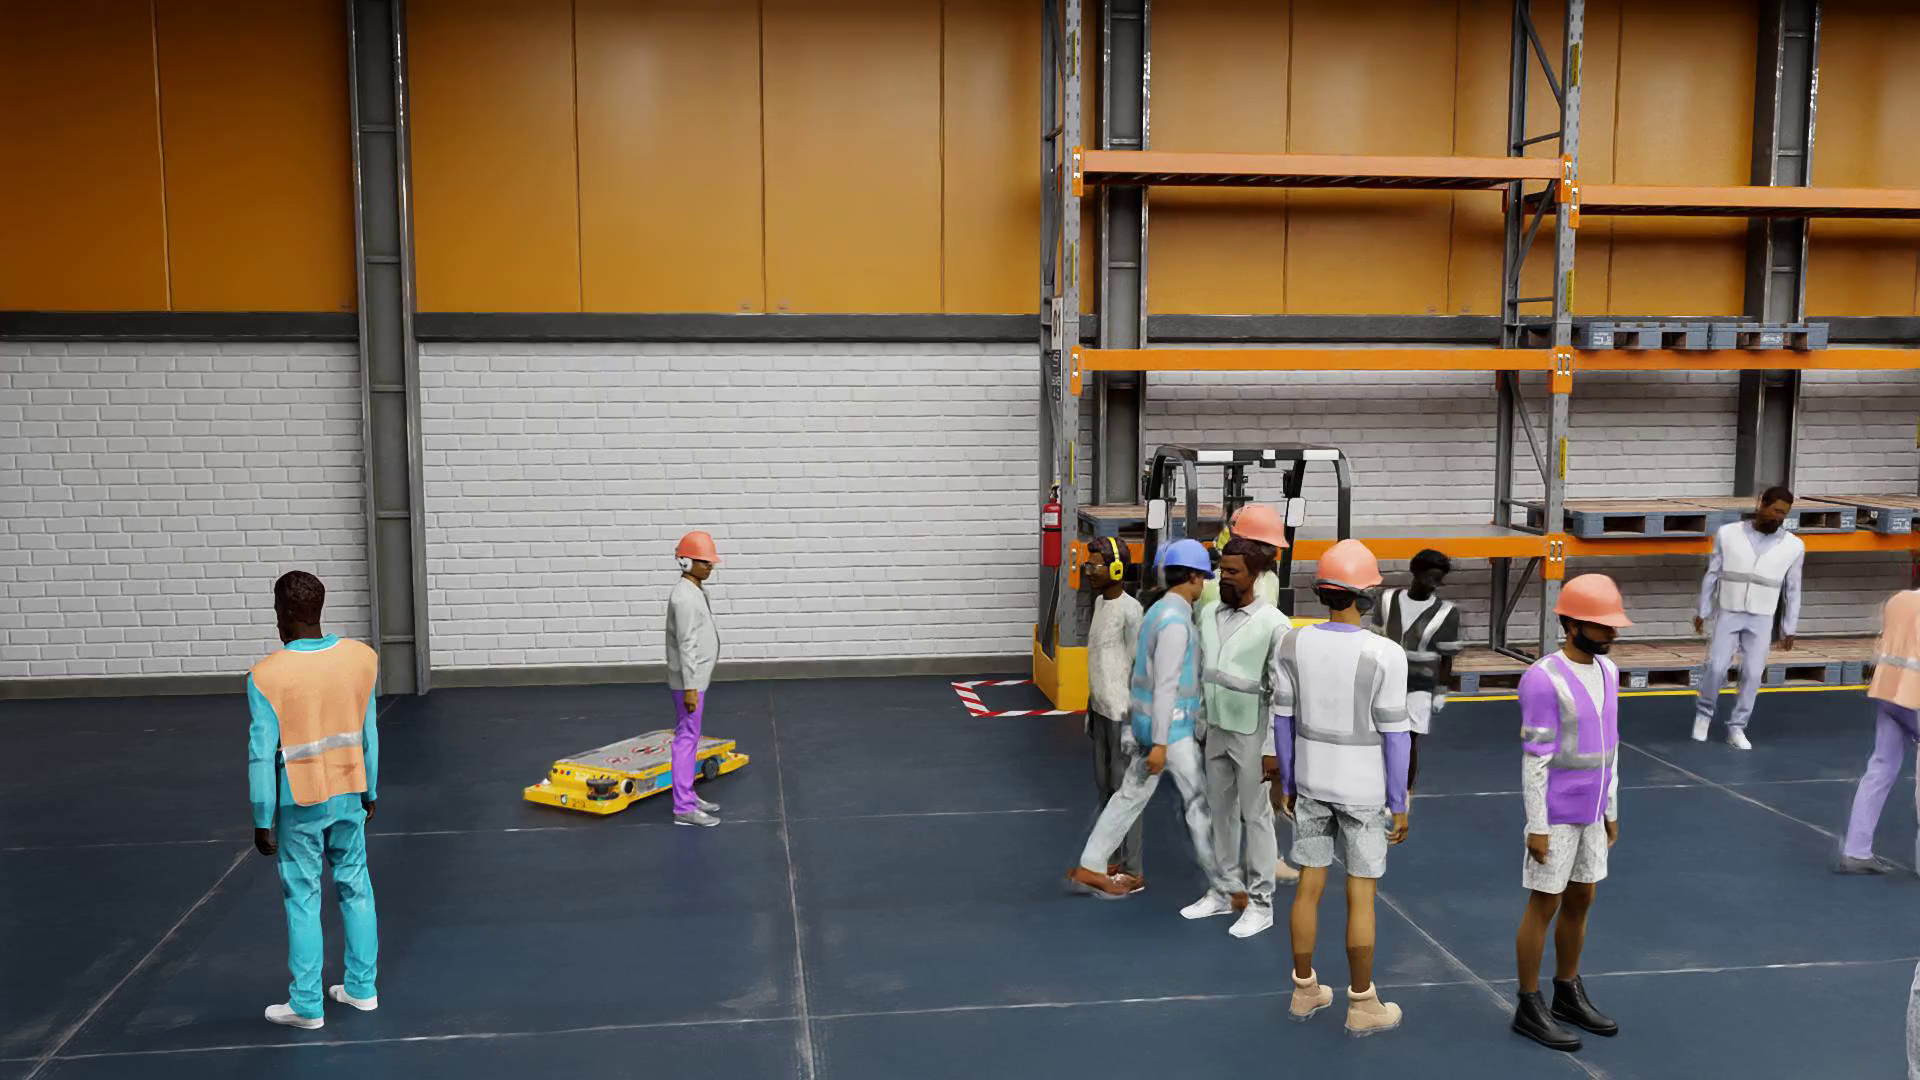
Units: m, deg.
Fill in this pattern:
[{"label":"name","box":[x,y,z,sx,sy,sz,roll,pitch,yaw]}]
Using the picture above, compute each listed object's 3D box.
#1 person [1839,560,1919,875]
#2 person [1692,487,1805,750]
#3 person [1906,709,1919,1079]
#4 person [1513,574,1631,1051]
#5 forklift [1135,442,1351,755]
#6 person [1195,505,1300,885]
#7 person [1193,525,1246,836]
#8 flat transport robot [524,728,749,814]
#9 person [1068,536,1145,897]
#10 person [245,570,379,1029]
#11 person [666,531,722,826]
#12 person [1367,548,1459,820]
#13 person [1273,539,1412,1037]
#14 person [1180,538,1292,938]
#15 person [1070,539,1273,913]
[{"label":"person","box":[5.187,0.910,8.913,0.973,1.786,0.578,-2,7,-14]},{"label":"person","box":[5.581,0.549,11.778,0.687,1.868,0.391,2,7,20]},{"label":"person","box":[3.601,1.188,5.863,0.402,1.937,0.604,0,7,2]},{"label":"person","box":[2.502,1.090,6.755,0.544,1.930,0.387,-4,8,-33]},{"label":"forklift","box":[1.912,0.418,11.496,1.214,2.155,2.313,-1,7,-8]},{"label":"person","box":[1.544,0.825,8.713,0.651,2.008,0.777,-6,9,-42]},{"label":"person","box":[1.585,0.803,9.717,0.403,1.827,0.586,4,8,33]},{"label":"flat transport robot","box":[-2.051,1.462,10.694,0.652,0.197,1.431,4,7,29]},{"label":"person","box":[0.784,0.906,8.630,0.310,1.869,0.531,-2,7,-20]},{"label":"person","box":[-2.684,1.079,6.953,0.397,1.911,0.588,5,8,35]},{"label":"person","box":[-1.582,0.814,9.952,0.339,1.748,0.564,-1,7,-6]},{"label":"person","box":[2.608,0.871,9.846,0.584,1.655,0.515,5,8,37]},{"label":"person","box":[1.590,1.016,6.897,0.607,2.048,0.370,6,9,41]},{"label":"person","box":[1.363,0.944,8.096,0.389,1.917,0.592,-4,8,-34]},{"label":"person","box":[1.033,0.935,8.394,0.996,1.883,0.607,0,7,-1]}]
